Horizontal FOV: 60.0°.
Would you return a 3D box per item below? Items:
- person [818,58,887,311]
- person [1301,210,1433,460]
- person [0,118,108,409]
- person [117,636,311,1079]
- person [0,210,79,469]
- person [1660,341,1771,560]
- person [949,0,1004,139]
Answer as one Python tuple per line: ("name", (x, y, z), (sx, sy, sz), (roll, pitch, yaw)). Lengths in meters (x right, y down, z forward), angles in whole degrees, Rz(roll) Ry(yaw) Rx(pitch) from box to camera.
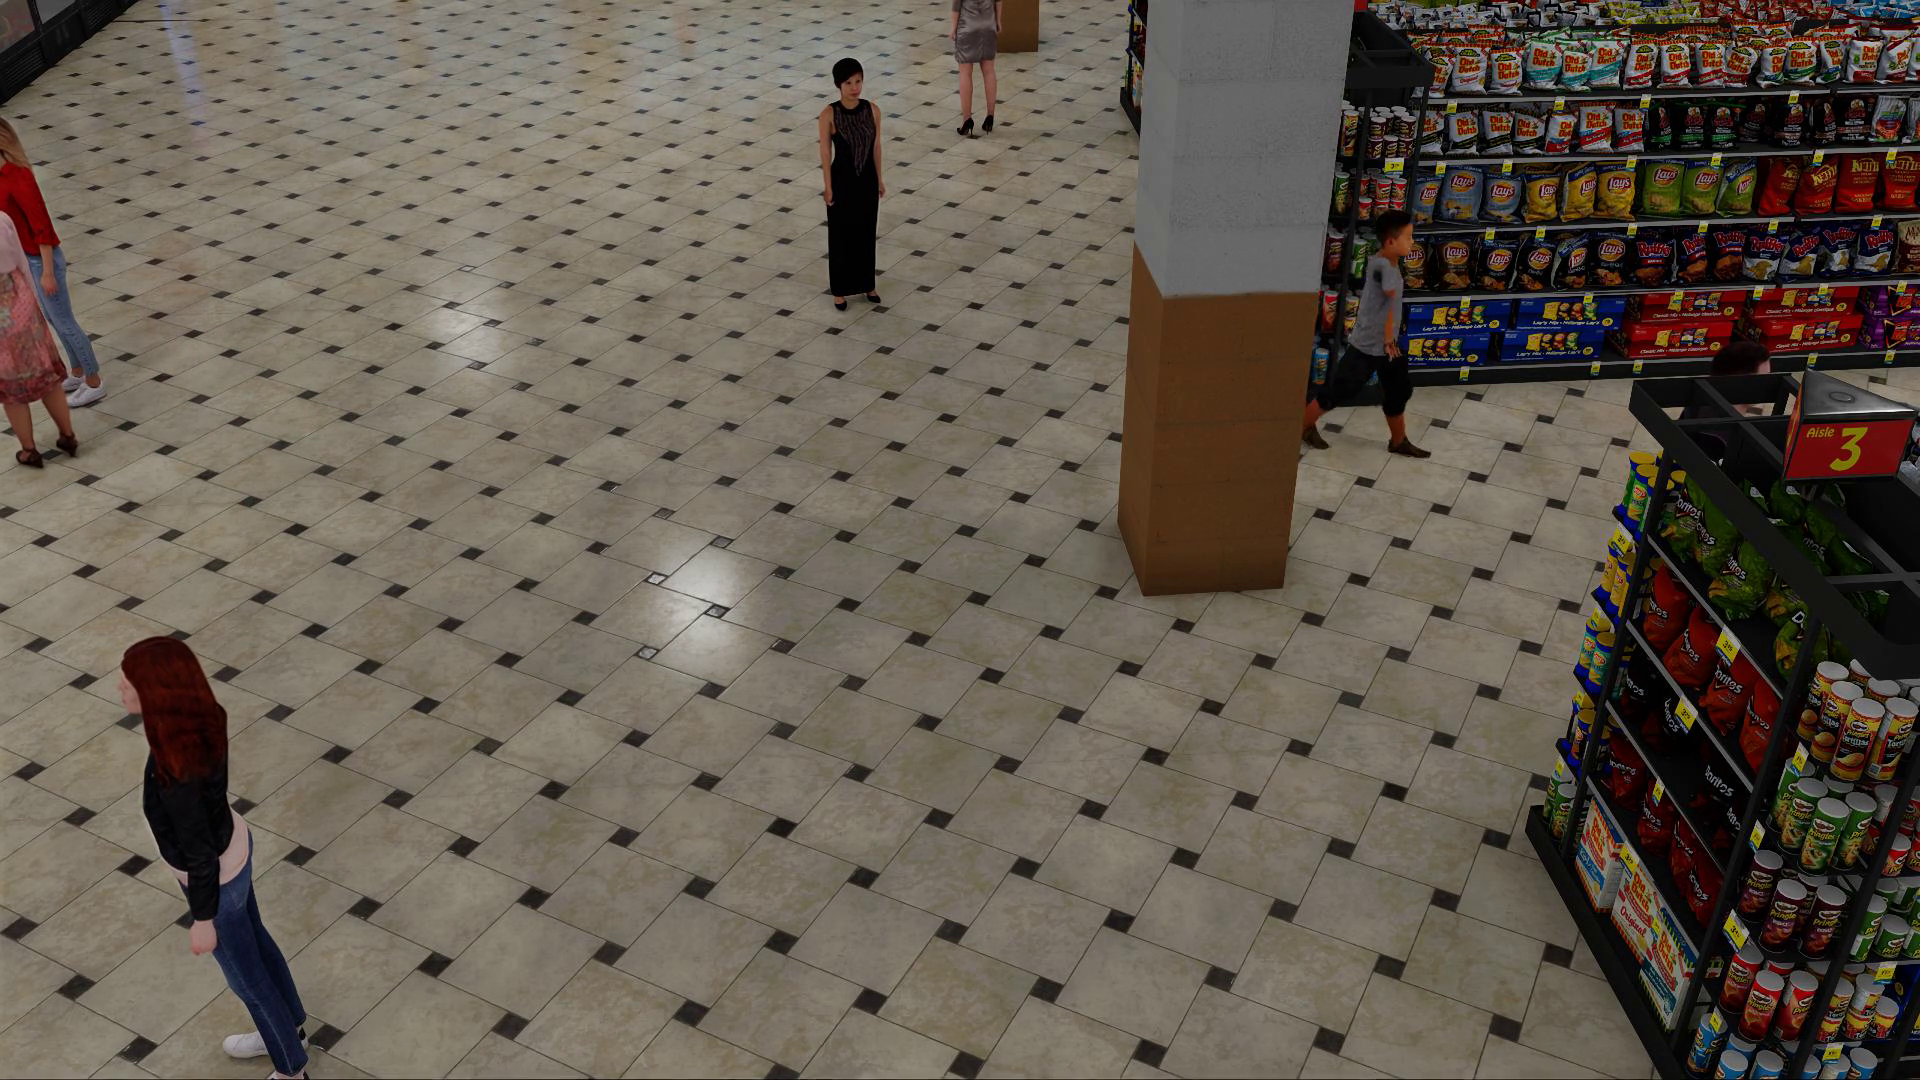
("person", (-0.688, -2.271, 10.608), (0.571, 1.604, 0.704), (-16, 35, -23))
("person", (2.161, -1.124, 8.936), (1.094, 1.423, 0.848), (10, 33, 16))
("person", (-5.196, -1.570, 9.388), (0.723, 1.703, 0.690), (-27, 41, -36))
("person", (-2.280, 1.042, 5.110), (0.619, 1.787, 0.623), (-10, 33, -16))
("person", (-5.032, -1.170, 8.758), (0.747, 1.690, 0.686), (24, 39, 33))
("person", (2.920, 0.042, 6.665), (0.593, 1.842, 0.688), (-1, 32, -1))
("person", (0.128, -4.161, 13.511), (0.545, 1.745, 0.714), (-12, 34, -19))
